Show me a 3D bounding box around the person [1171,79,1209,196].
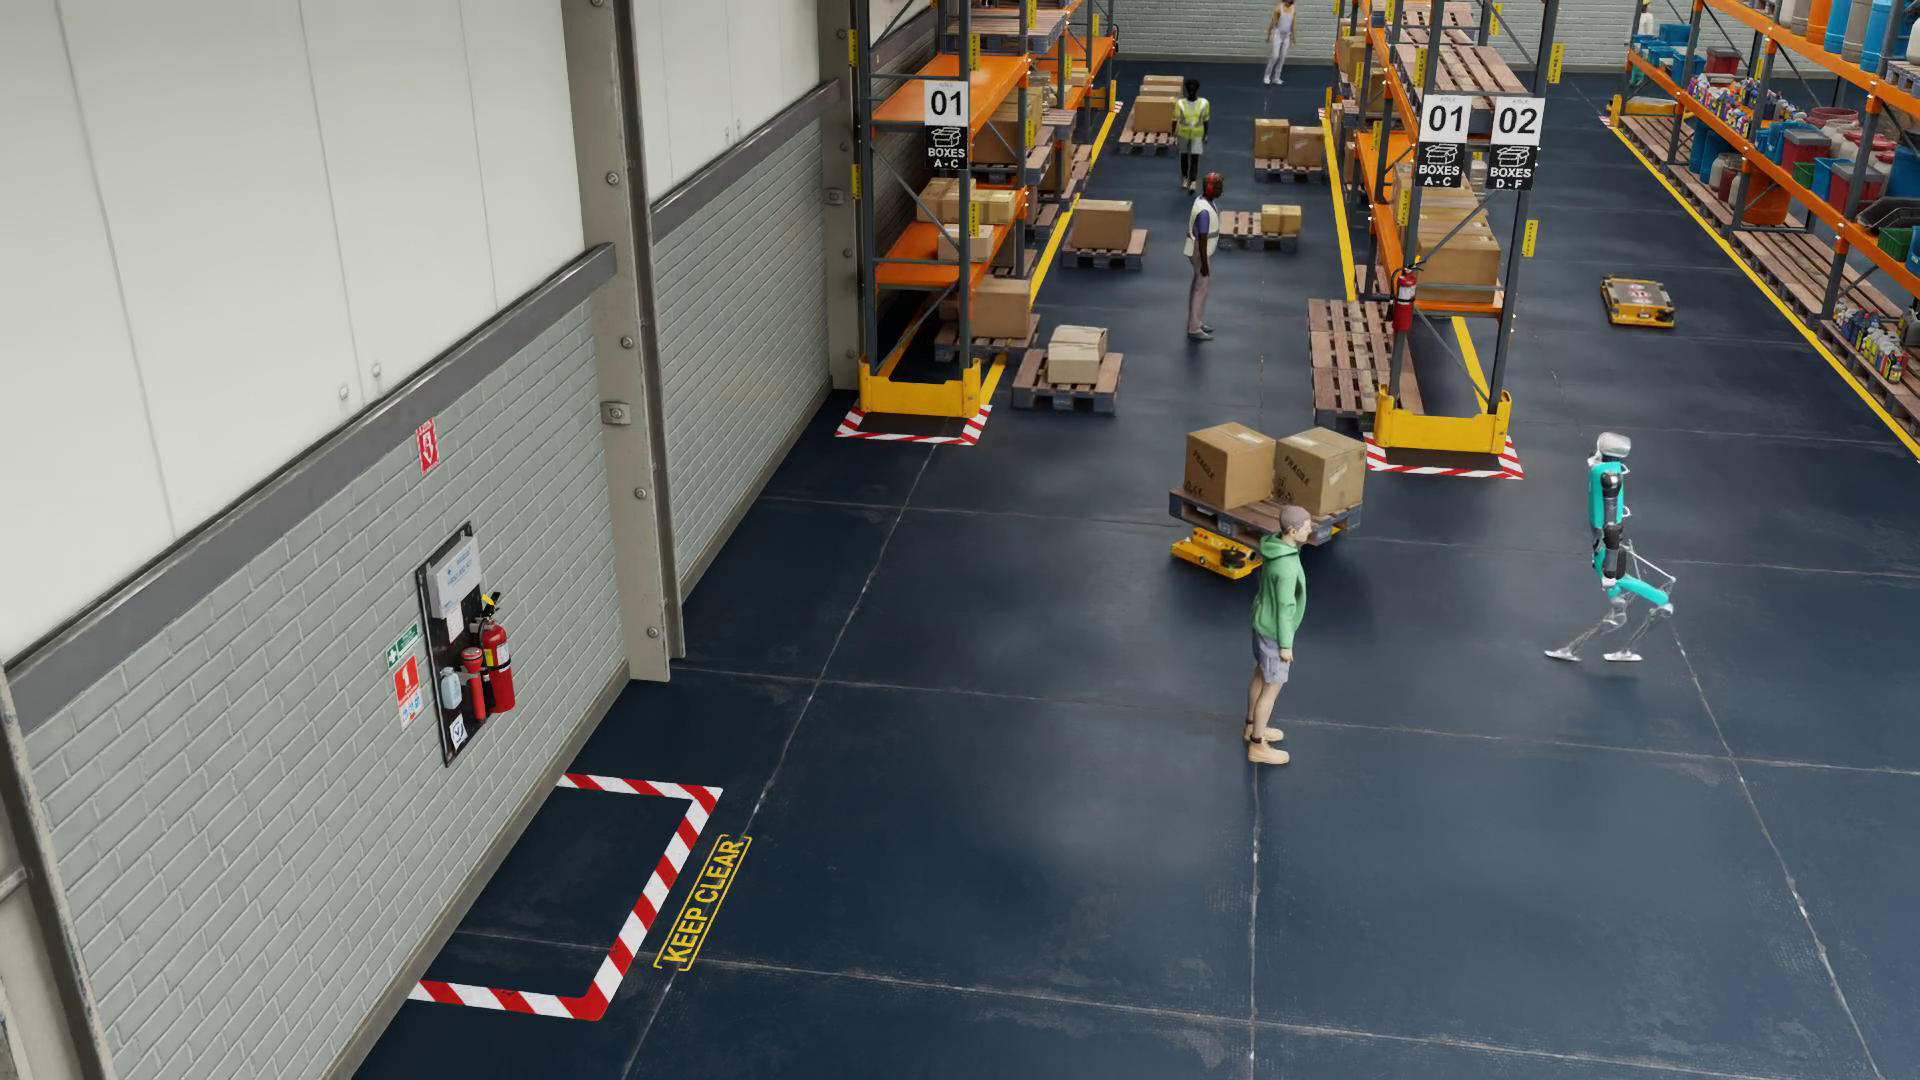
[{"bbox_3d":[3.358,-5.913,24.371,0.547,1.640,0.881,4,25,8],"label":"person"}]

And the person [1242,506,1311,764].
[{"bbox_3d":[1.969,0.580,10.392,0.316,1.734,0.477,0,25,-1],"label":"person"}]

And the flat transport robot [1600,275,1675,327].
[{"bbox_3d":[7.847,-2.770,19.287,0.659,0.231,1.431,6,26,13],"label":"flat transport robot"}]

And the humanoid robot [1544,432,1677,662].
[{"bbox_3d":[4.569,0.137,11.348,0.878,1.783,0.534,4,25,9],"label":"humanoid robot"}]

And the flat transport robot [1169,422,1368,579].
[{"bbox_3d":[2.431,-0.065,13.497,1.431,0.231,0.659,-21,32,-37],"label":"flat transport robot"}]

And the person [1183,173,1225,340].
[{"bbox_3d":[2.637,-3.099,18.150,0.401,1.832,0.565,4,25,9],"label":"person"}]

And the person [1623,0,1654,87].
[{"bbox_3d":[13.173,-9.685,32.351,0.375,1.741,0.522,-7,26,-14],"label":"person"}]

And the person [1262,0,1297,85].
[{"bbox_3d":[6.330,-9.860,32.628,0.547,1.822,0.533,-10,27,-20],"label":"person"}]

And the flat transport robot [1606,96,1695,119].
[{"bbox_3d":[12.553,-7.838,30.134,1.431,0.231,0.659,21,32,38],"label":"flat transport robot"}]
